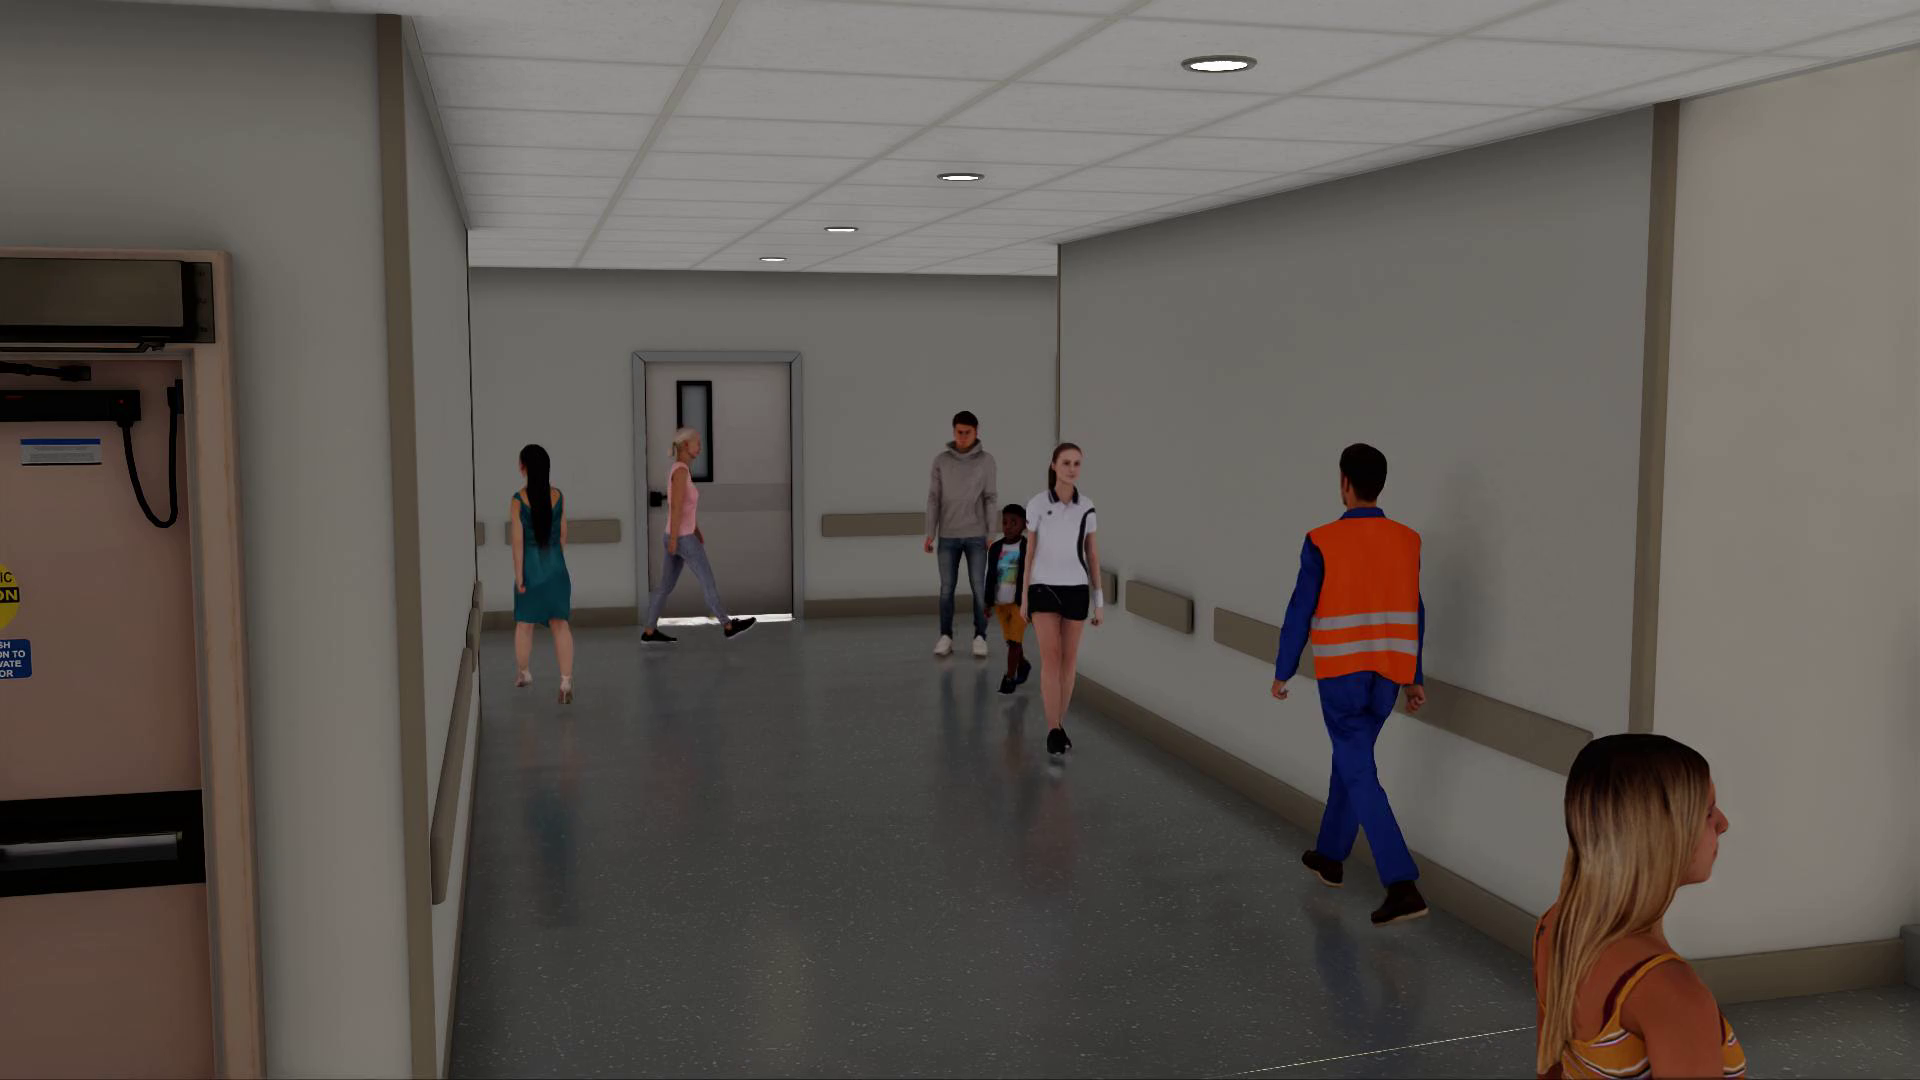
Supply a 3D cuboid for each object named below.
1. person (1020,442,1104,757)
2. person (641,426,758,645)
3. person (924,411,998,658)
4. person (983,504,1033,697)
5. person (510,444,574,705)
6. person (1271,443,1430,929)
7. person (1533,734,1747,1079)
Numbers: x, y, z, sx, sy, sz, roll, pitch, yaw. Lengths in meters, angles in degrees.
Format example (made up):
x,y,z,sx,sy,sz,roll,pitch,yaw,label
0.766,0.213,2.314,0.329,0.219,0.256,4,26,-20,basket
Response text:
x,y,z,sx,sy,sz,roll,pitch,yaw,label
0.537,0.327,9.357,0.681,1.731,0.658,-1,6,-11,person
-2.235,0.008,12.787,1.088,1.681,0.548,-1,6,-15,person
0.035,-0.049,12.520,0.679,1.848,0.826,1,6,12,person
0.377,0.393,11.118,0.891,1.248,0.893,2,6,22,person
-2.597,0.264,10.478,1.067,1.634,0.828,-4,7,-32,person
1.571,0.584,6.377,1.181,1.816,0.769,-2,6,-16,person
0.937,1.080,2.393,0.559,1.628,0.593,-1,6,-7,person
